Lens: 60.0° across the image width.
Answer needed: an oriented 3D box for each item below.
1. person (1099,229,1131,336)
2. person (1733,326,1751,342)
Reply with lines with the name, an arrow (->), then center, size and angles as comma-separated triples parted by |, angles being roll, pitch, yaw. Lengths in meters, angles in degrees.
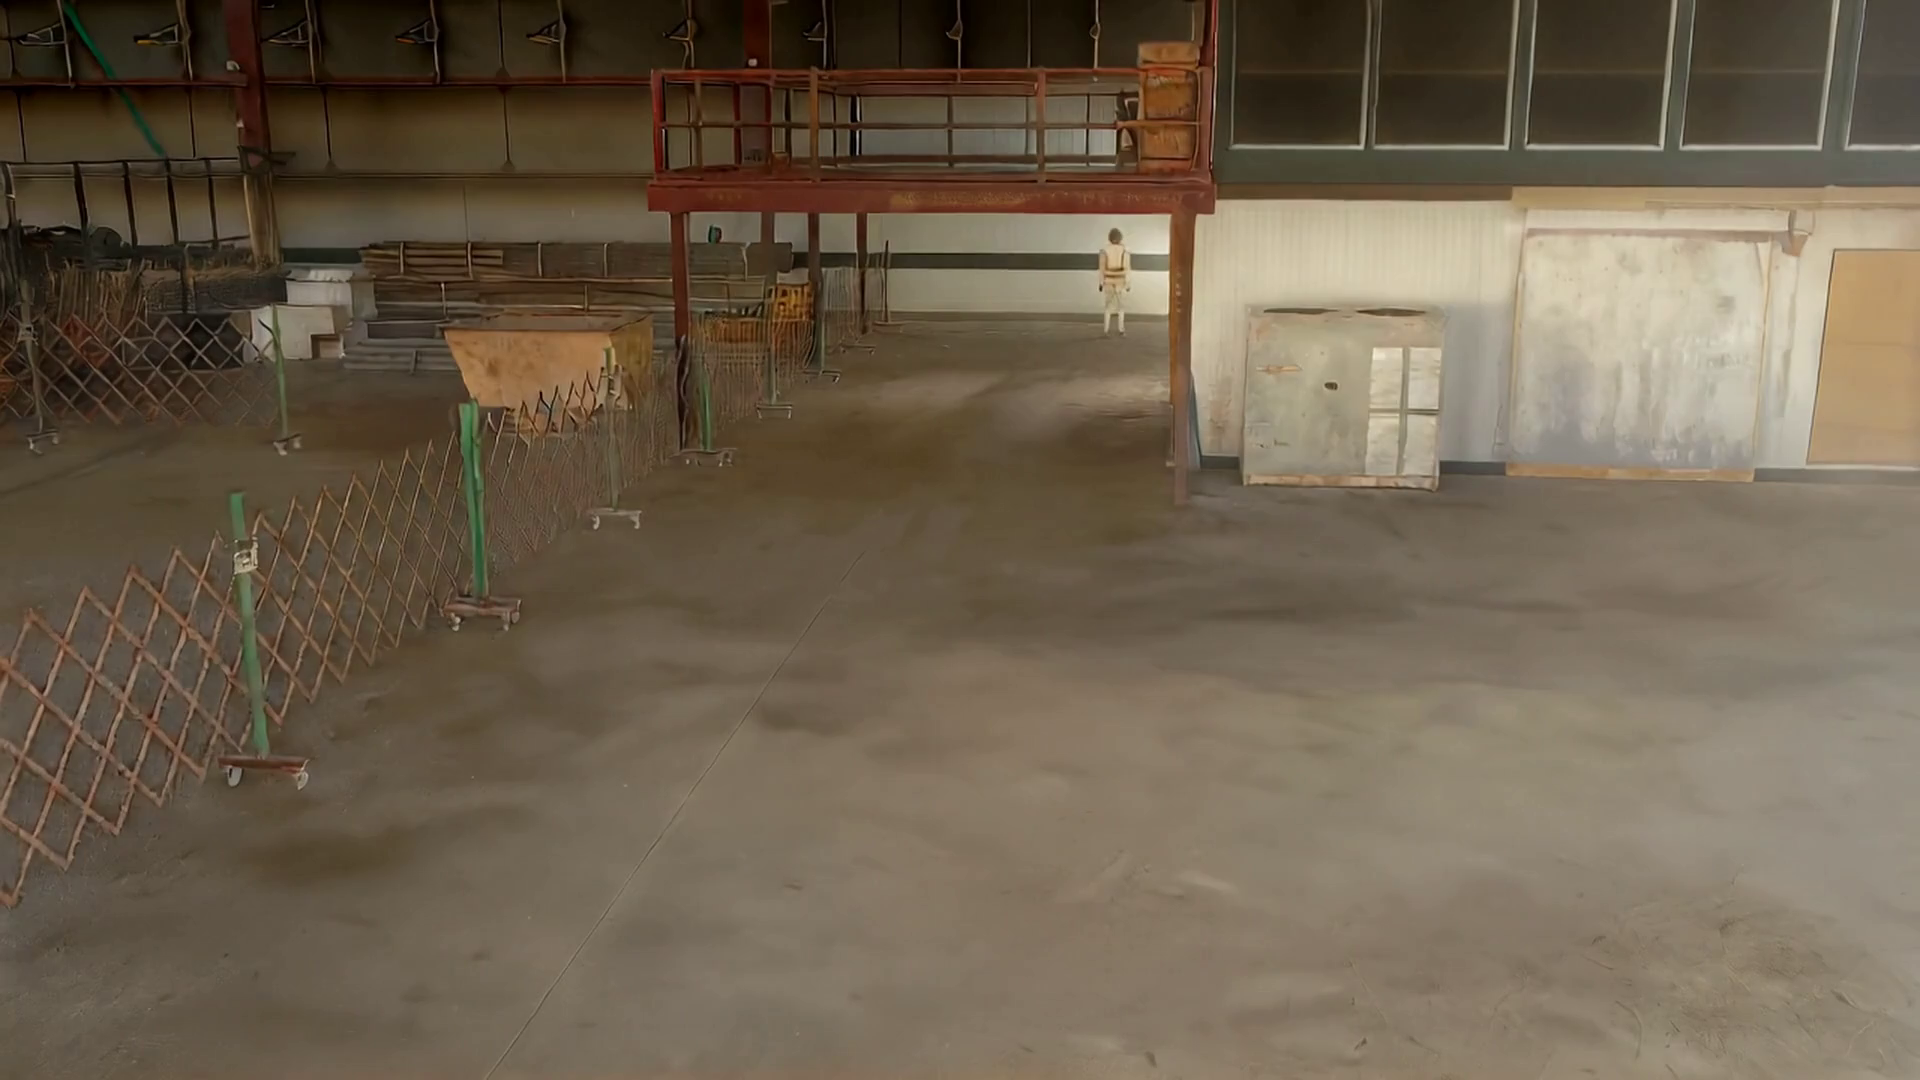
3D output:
person -> 2.751, -4.573, 29.561 | 0.574, 1.885, 0.355 | 2, 14, 7
person -> 12.785, -3.975, 27.126 | 0.521, 1.874, 0.327 | 7, 15, 25
